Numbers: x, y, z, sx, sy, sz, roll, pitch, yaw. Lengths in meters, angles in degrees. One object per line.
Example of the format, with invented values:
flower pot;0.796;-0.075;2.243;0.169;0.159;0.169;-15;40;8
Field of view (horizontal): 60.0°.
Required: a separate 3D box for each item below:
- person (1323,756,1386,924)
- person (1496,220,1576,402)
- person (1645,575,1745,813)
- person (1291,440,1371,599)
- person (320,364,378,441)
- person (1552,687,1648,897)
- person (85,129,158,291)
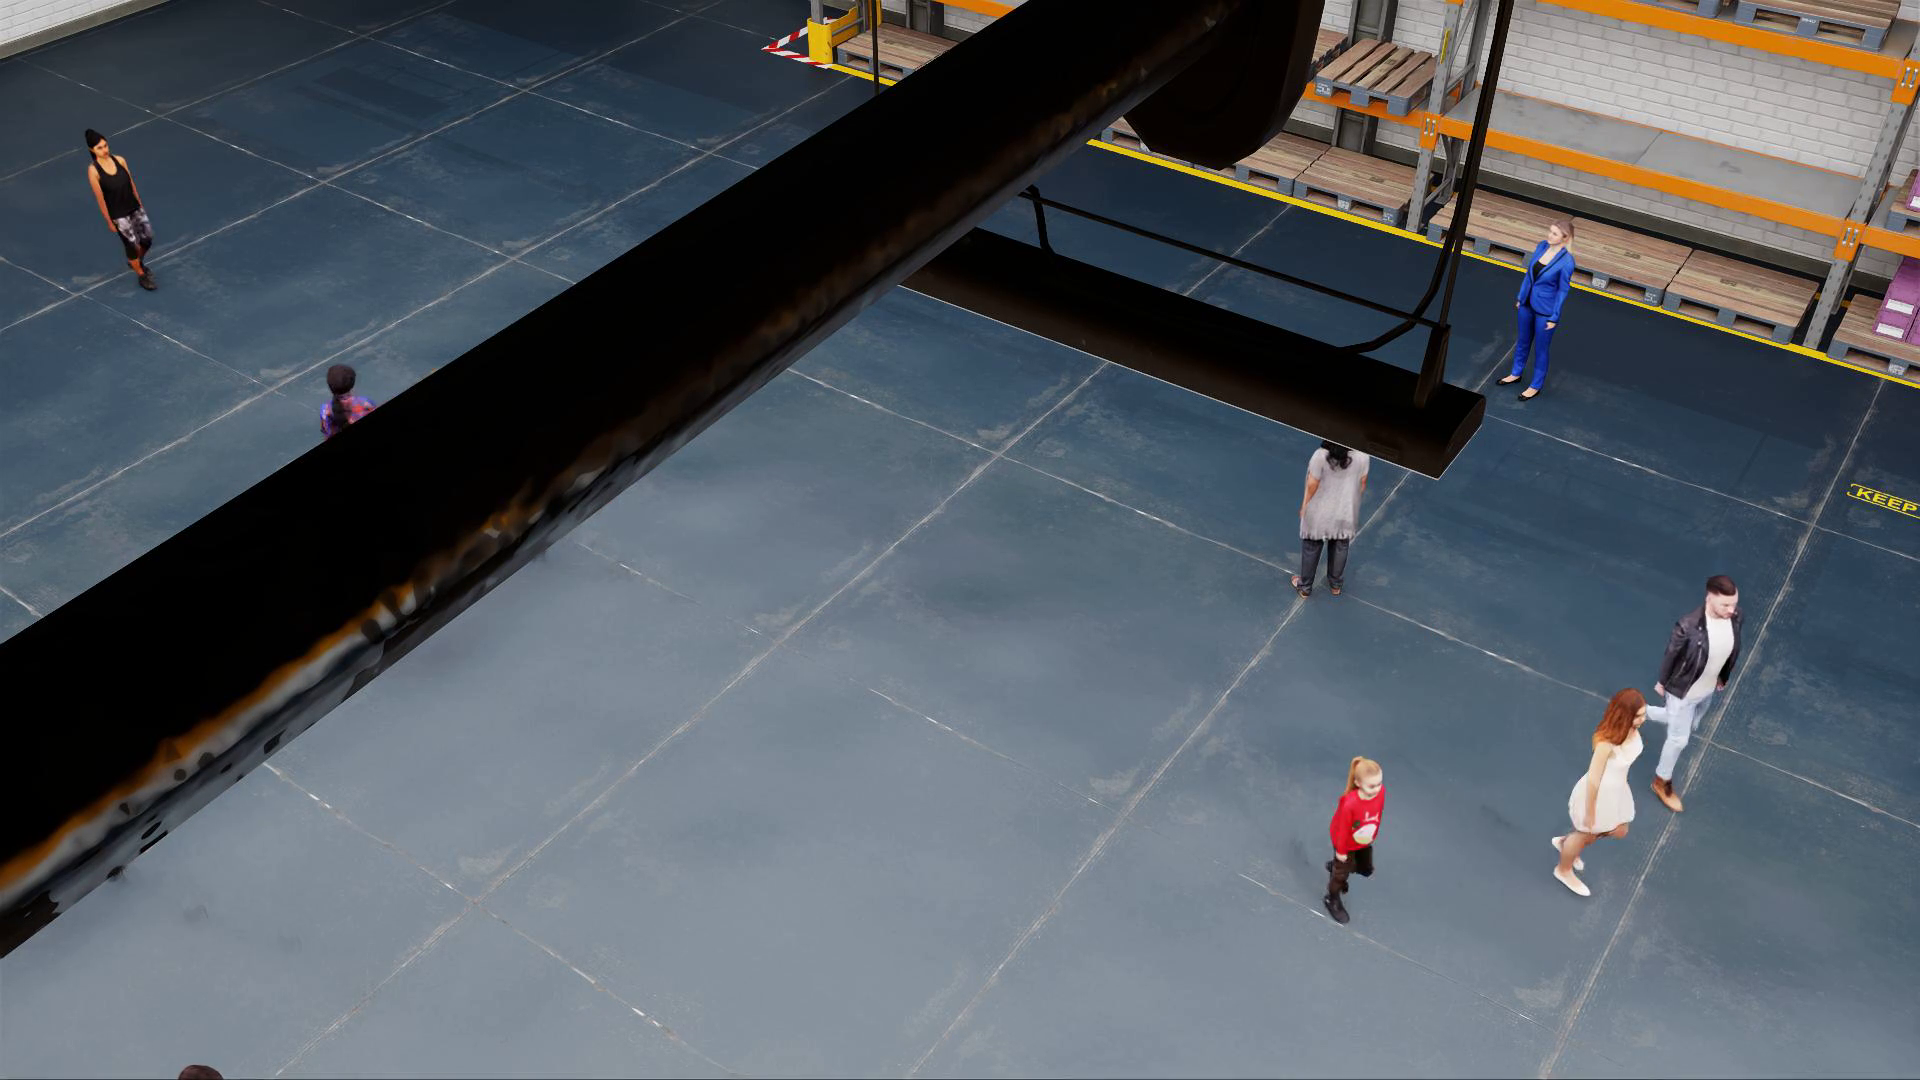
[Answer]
person;2.369;1.789;10.173;0.612;1.272;0.683;-18;42;-21
person;5.112;-2.040;14.625;0.770;1.701;0.651;-18;42;-21
person;4.728;0.895;10.857;0.982;1.815;1.126;-14;41;-17
person;2.780;-0.262;12.472;0.769;1.609;0.830;-6;39;-7
person;-4.552;-0.571;12.756;0.799;1.738;0.827;-18;42;-22
person;3.856;1.494;10.202;0.663;1.697;0.715;-27;46;-30
person;-8.169;-3.208;16.125;0.640;1.653;0.623;19;42;22
